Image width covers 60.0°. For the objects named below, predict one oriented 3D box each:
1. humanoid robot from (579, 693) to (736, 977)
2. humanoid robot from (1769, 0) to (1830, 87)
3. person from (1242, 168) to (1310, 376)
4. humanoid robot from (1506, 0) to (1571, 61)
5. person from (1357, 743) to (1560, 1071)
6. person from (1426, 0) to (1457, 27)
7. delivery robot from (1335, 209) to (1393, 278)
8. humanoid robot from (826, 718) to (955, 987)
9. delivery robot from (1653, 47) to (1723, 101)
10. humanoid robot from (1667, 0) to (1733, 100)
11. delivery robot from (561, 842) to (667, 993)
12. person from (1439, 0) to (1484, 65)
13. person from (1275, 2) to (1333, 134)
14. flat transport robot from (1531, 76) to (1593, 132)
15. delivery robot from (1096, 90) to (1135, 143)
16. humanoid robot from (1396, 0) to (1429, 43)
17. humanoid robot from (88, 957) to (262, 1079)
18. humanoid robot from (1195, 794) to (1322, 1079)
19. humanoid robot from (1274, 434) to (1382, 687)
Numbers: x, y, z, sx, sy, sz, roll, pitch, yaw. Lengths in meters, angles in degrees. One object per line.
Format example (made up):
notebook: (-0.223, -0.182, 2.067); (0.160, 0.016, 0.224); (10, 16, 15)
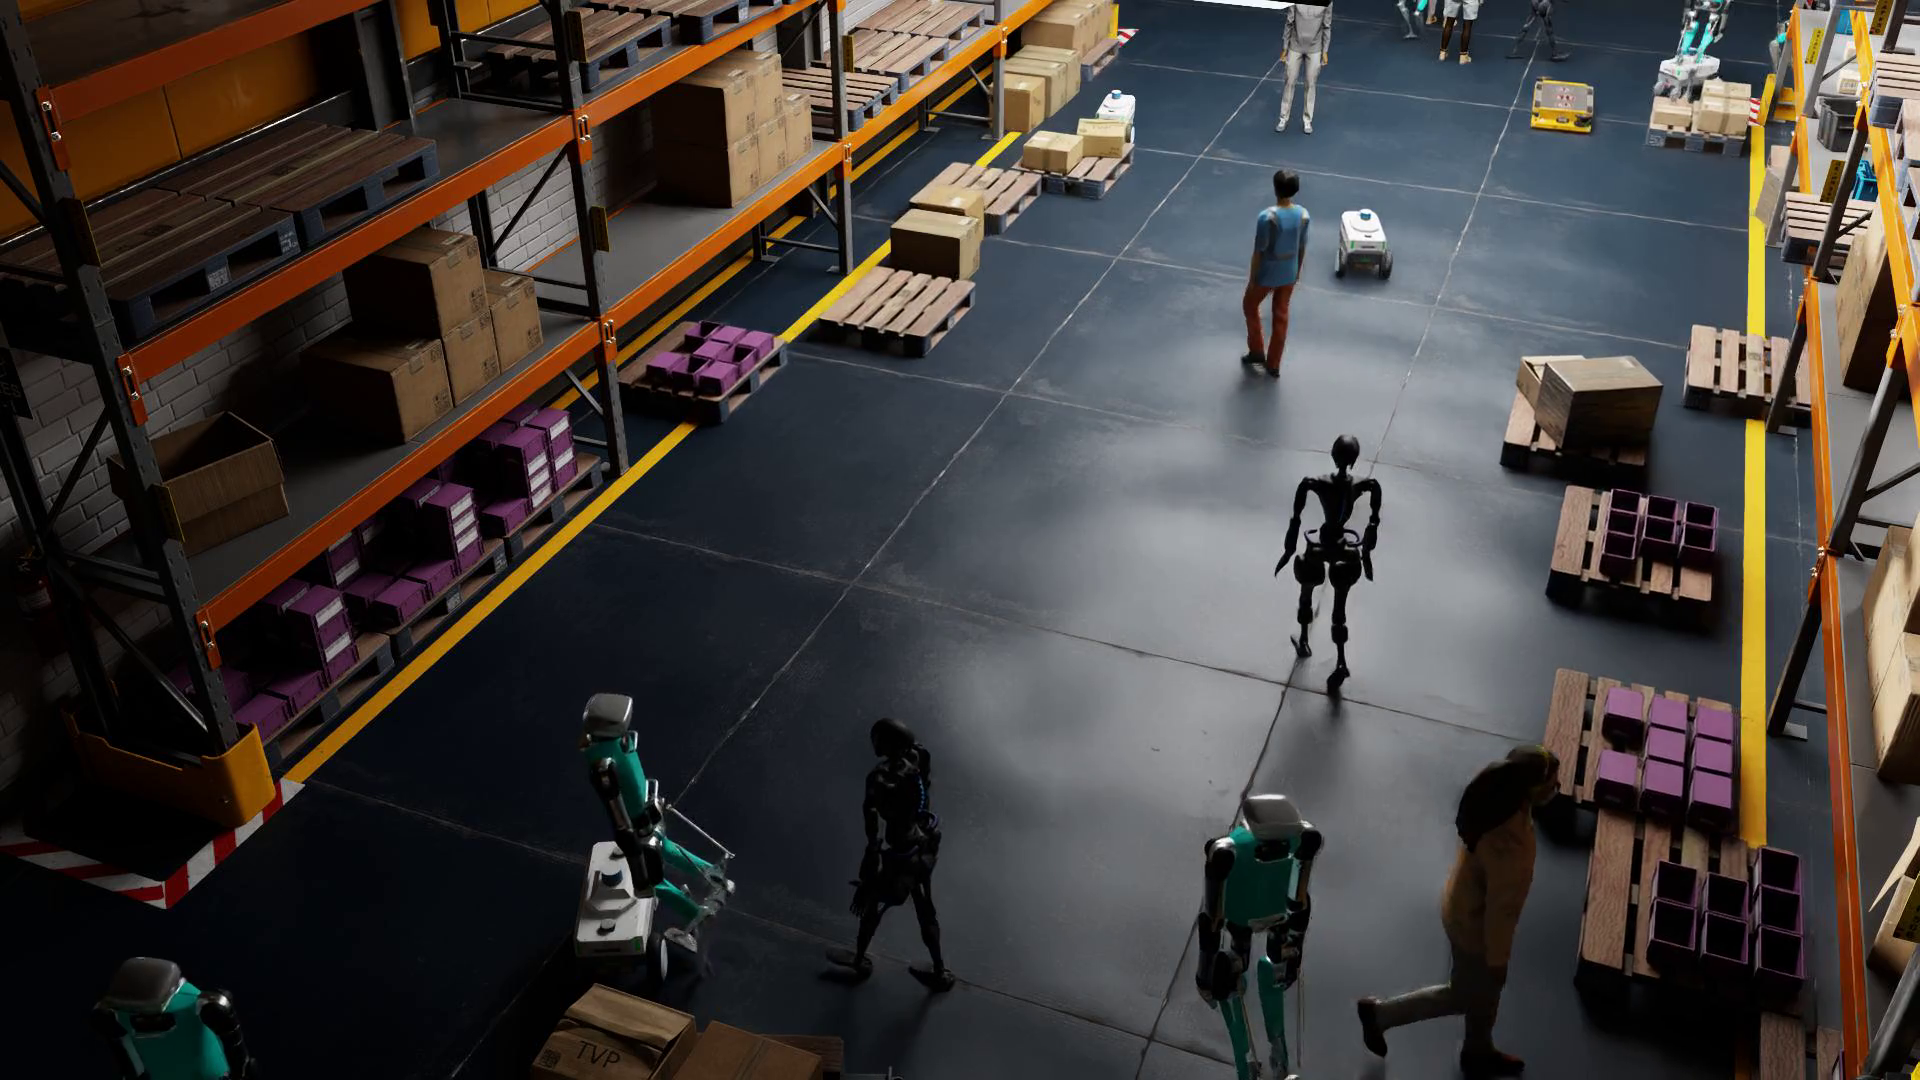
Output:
humanoid robot: (-1.357, 1.510, 8.000); (0.755, 1.892, 0.538); (-4, 33, -6)
humanoid robot: (10.096, -6.216, 19.862); (1.013, 1.733, 0.543); (12, 35, 18)
person: (2.564, -2.201, 13.633); (0.521, 1.747, 0.495); (-8, 34, -13)
humanoid robot: (7.403, -6.831, 20.898); (0.767, 1.622, 0.618); (2, 33, 3)
person: (2.289, 1.691, 7.526); (0.746, 1.846, 0.592); (8, 34, 12)
person: (6.555, -7.791, 22.259); (0.479, 1.777, 0.306); (24, 40, 32)
delivery robot: (3.796, -2.818, 15.684); (0.499, 0.589, 0.785); (2, 33, 3)
humanoid robot: (-0.340, 1.488, 7.999); (0.639, 1.638, 0.598); (17, 37, 24)
delivery robot: (8.768, -5.625, 20.023); (0.767, 0.583, 0.499); (-15, 36, -22)
humanoid robot: (8.640, -5.981, 19.515); (0.552, 1.810, 0.680); (26, 41, 34)
delivery robot: (-1.732, 1.906, 8.397); (0.499, 0.614, 0.791); (-2, 33, -3)
person: (6.337, -6.843, 20.873); (0.534, 1.692, 0.320); (20, 38, 28)
person: (3.866, -5.516, 18.629); (0.529, 1.899, 0.396); (7, 34, 11)
flat transport robot: (7.061, -5.104, 19.491); (0.659, 0.231, 1.431); (10, 34, 15)
delivery robot: (1.736, -4.732, 18.648); (0.499, 0.592, 0.774); (8, 34, 12)
humanoid robot: (5.962, -7.308, 21.588); (0.692, 1.848, 0.535); (-19, 37, -26)
humanoid robot: (-2.994, 2.484, 6.511); (0.560, 1.910, 0.696); (-1, 33, -1)
humanoid robot: (1.365, 2.029, 7.196); (0.571, 1.887, 0.821); (-11, 35, -17)
humanoid robot: (2.252, 0.125, 10.126); (0.611, 1.634, 0.683); (-2, 33, -3)
